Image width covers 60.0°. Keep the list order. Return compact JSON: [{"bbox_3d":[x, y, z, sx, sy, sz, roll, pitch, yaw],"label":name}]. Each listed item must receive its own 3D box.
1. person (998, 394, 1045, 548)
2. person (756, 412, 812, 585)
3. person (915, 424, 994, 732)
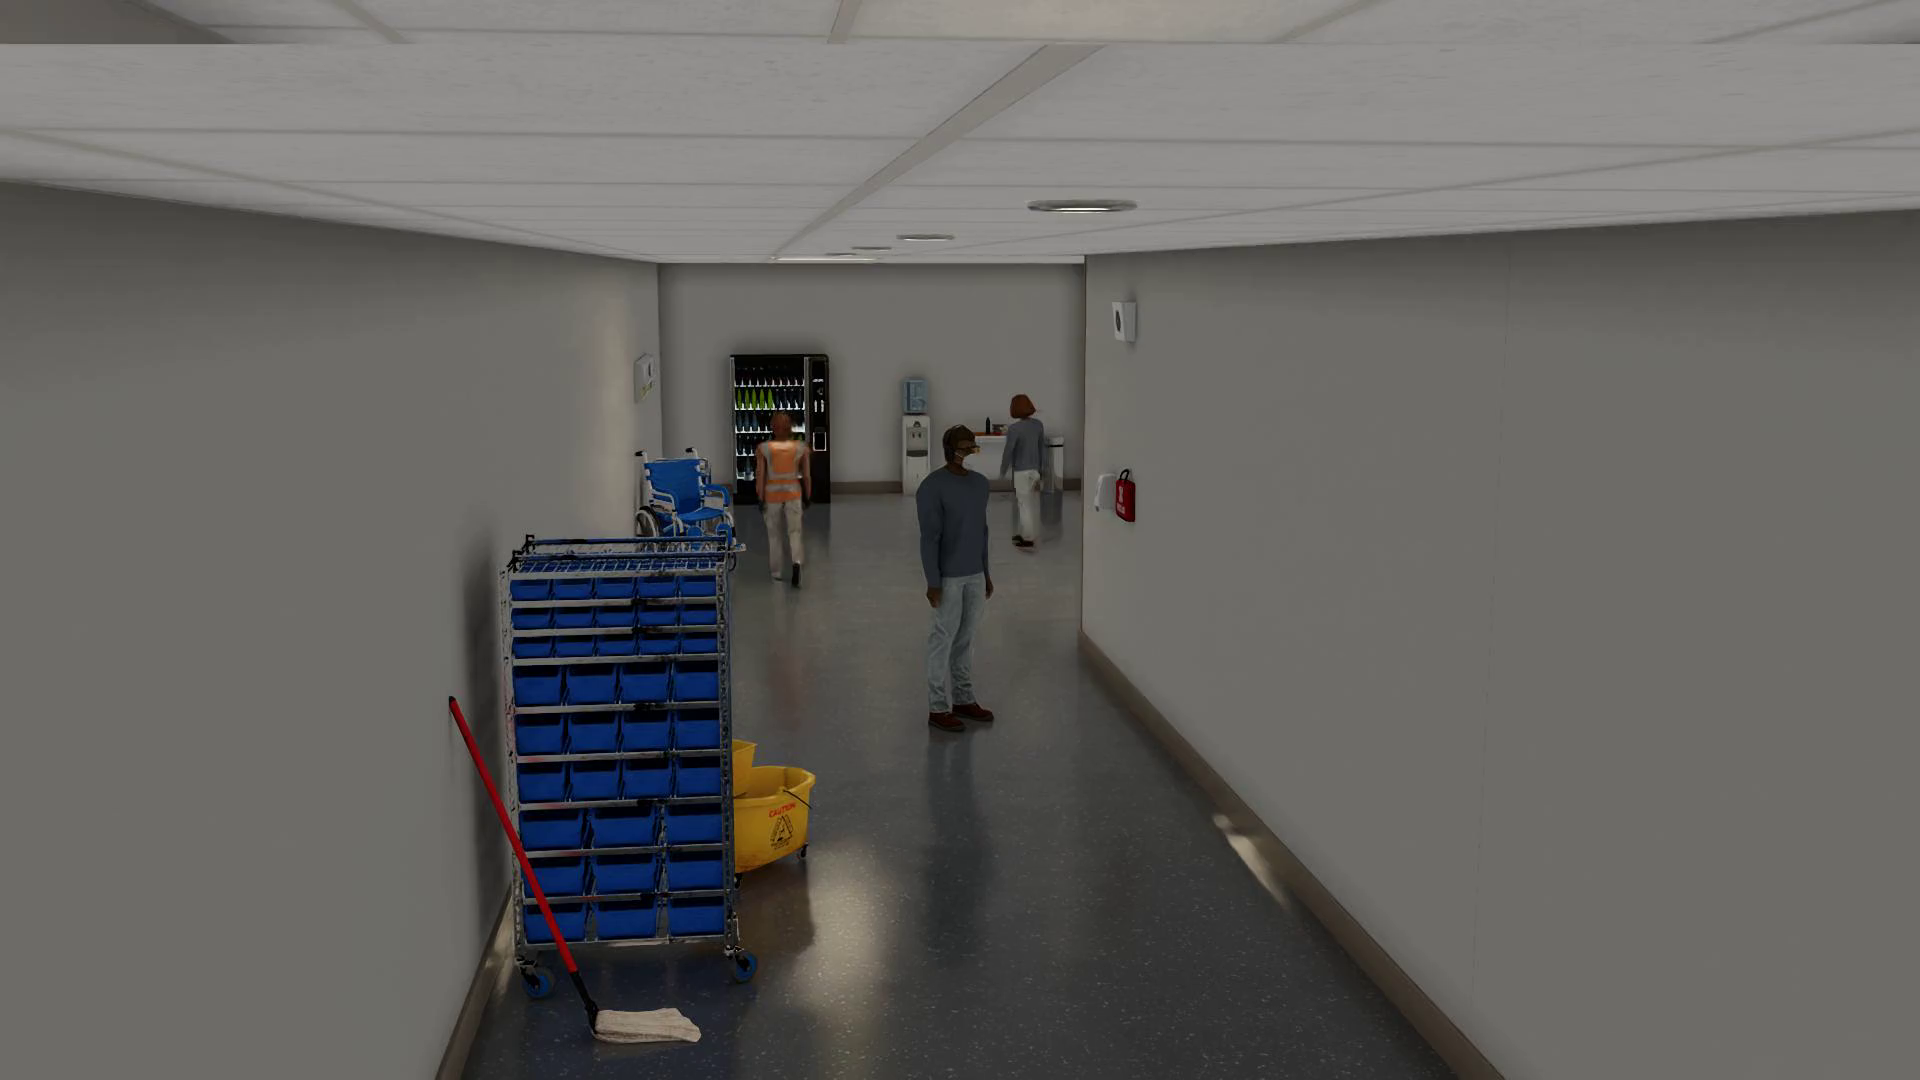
[{"bbox_3d":[0.600,-0.730,17.548,0.558,1.616,0.531,9,13,44],"label":"person"},{"bbox_3d":[-1.631,-0.385,15.448,0.526,1.612,0.721,-2,9,-13],"label":"person"},{"bbox_3d":[-0.012,0.232,10.589,0.372,1.940,0.631,7,12,38],"label":"person"}]
